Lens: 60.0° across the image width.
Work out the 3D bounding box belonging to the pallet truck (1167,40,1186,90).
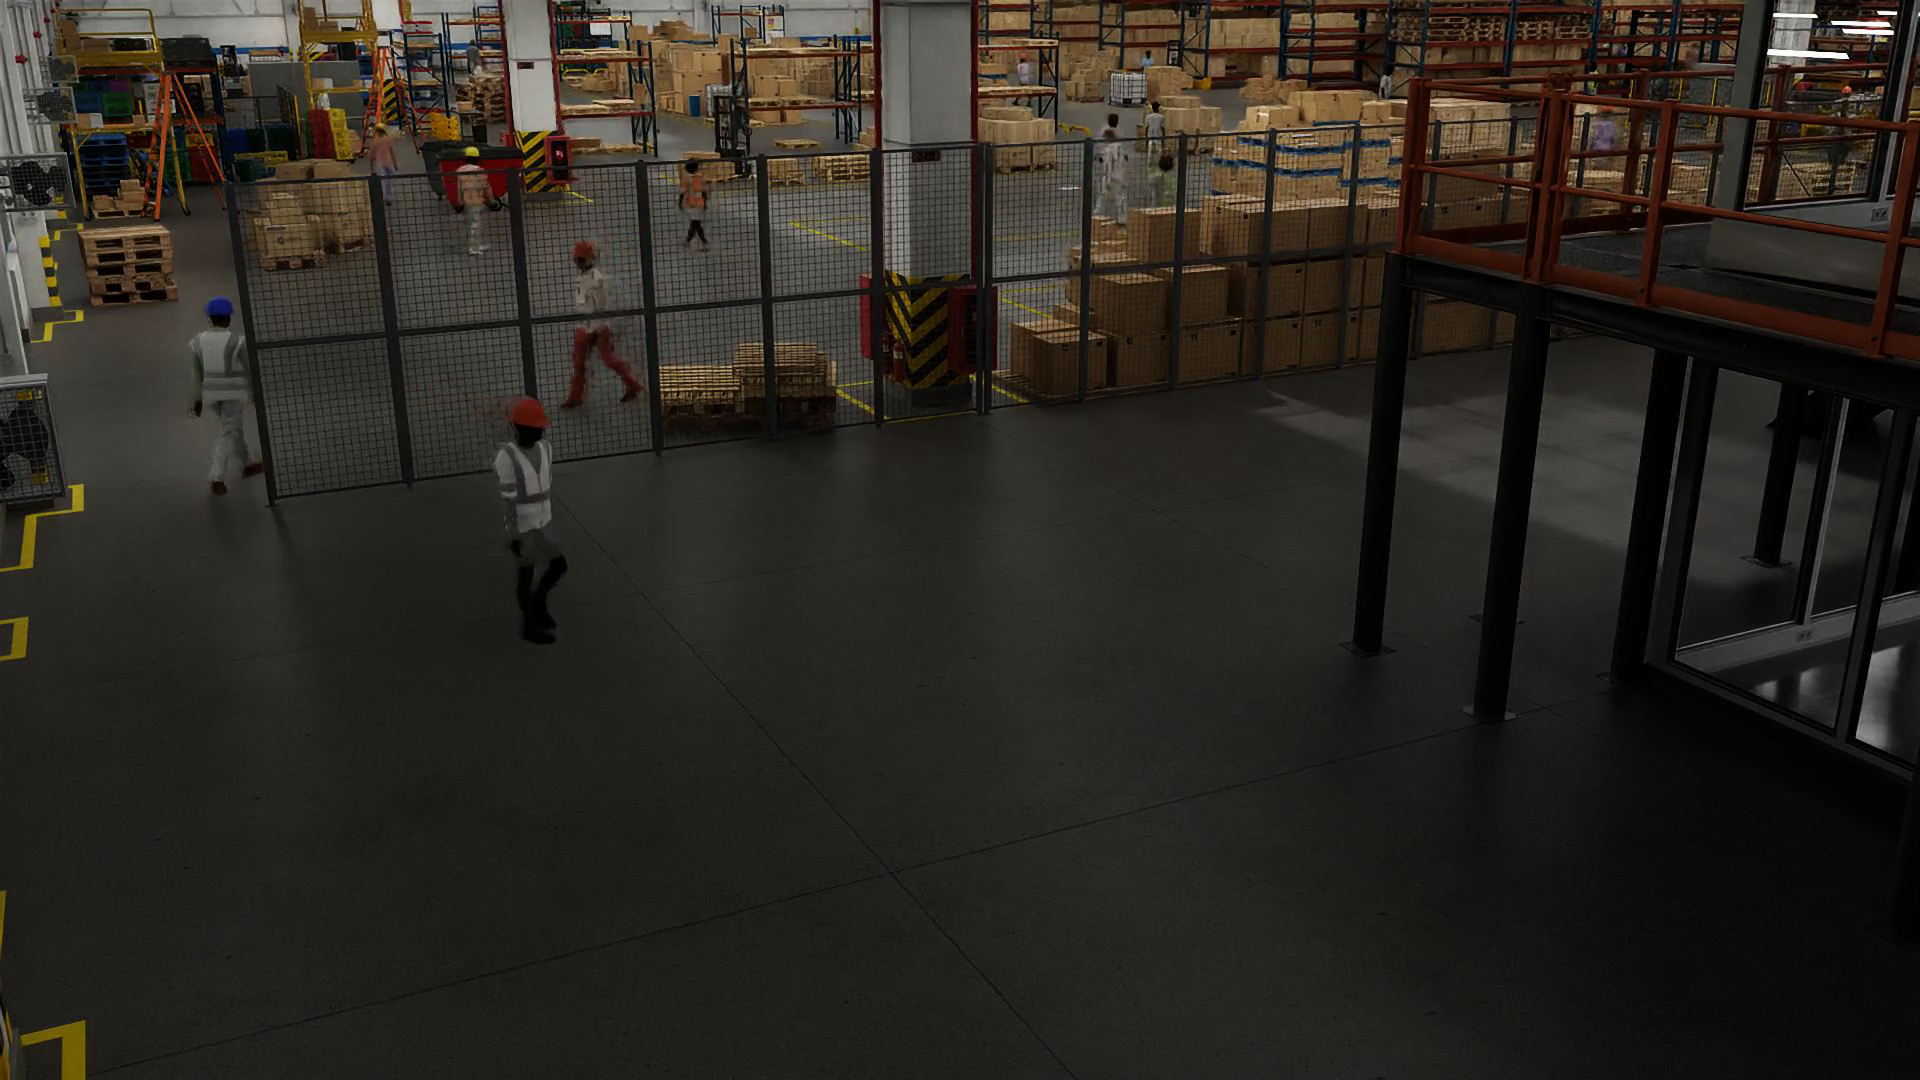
[{"bbox_3d":[9.045,-19.971,69.895,0.823,1.965,1.885,-3,19,-8],"label":"pallet truck"}]

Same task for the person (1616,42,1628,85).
[{"bbox_3d":[28.533,-20.461,71.476,0.651,1.882,1.019,3,19,9],"label":"person"}]

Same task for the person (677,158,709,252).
[{"bbox_3d":[-4.845,-6.075,30.136,0.894,1.647,0.545,15,24,38],"label":"person"}]

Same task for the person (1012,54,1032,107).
[{"bbox_3d":[2.329,-16.914,61.212,0.548,1.893,1.005,-12,22,-30],"label":"person"}]

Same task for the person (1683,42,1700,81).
[{"bbox_3d":[31.278,-20.318,71.069,0.658,1.893,0.542,-1,19,-2],"label":"person"}]

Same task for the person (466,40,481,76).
[{"bbox_3d":[-20.988,-20.608,71.830,0.627,1.941,0.373,8,20,21],"label":"person"}]

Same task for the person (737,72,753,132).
[{"bbox_3d":[-6.735,-13.666,51.884,0.608,1.826,0.522,6,20,18],"label":"person"}]

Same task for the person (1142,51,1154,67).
[{"bbox_3d":[7.694,-19.245,68.300,0.528,1.666,0.833,-10,21,-26],"label":"person"}]

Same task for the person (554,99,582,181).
[{"bbox_3d":[-9.635,-9.510,39.670,1.014,1.950,0.623,-13,23,-33],"label":"person"}]

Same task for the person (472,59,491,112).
[{"bbox_3d":[-16.728,-15.651,57.522,0.990,1.887,0.652,1,19,3],"label":"person"}]

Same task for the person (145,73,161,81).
[{"bbox_3d":[-27.760,-15.632,57.450,0.429,1.914,0.547,10,22,27],"label":"person"}]

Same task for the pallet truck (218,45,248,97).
[{"bbox_3d":[-28.879,-18.665,66.111,0.823,1.965,1.885,-3,19,-9],"label":"pallet truck"}]

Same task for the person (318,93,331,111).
[{"bbox_3d":[-17.858,-11.927,46.746,0.354,1.887,0.573,-7,20,-20],"label":"person"}]

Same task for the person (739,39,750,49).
[{"bbox_3d":[-9.500,-21.124,73.359,0.590,1.918,0.391,14,23,34],"label":"person"}]

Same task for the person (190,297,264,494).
[{"bbox_3d":[-7.218,-1.426,16.318,0.575,1.895,1.010,5,20,15],"label":"person"}]

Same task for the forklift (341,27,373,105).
[{"bbox_3d":[-22.275,-17.346,60.954,1.873,2.768,1.129,-9,21,-25],"label":"forklift"}]

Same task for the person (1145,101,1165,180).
[{"bbox_3d":[4.707,-9.632,40.111,0.514,1.876,0.328,7,20,19],"label":"person"}]

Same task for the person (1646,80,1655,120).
[{"bbox_3d":[22.539,-14.573,54.709,0.473,1.680,0.560,-12,23,-32],"label":"person"}]

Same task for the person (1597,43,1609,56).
[{"bbox_3d":[29.685,-22.307,76.949,0.593,1.801,0.925,-10,21,-26],"label":"person"}]

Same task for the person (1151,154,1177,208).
[{"bbox_3d":[3.541,-5.872,29.284,0.526,1.824,0.647,7,20,20],"label":"person"}]

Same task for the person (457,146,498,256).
[{"bbox_3d":[-8.609,-6.079,29.777,0.594,1.893,0.839,9,21,24],"label":"person"}]

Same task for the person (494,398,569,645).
[{"bbox_3d":[-3.205,-0.129,12.497,0.408,1.923,0.564,12,22,30],"label":"person"}]

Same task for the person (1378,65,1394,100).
[{"bbox_3d":[13.703,-14.305,53.547,0.456,1.942,0.623,11,22,30],"label":"person"}]

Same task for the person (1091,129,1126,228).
[{"bbox_3d":[2.887,-7.131,32.826,0.974,1.893,0.646,13,23,34],"label":"person"}]

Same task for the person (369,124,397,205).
[{"bbox_3d":[-12.494,-8.136,36.013,0.552,1.698,0.886,-9,21,-25],"label":"person"}]

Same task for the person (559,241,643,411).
[{"bbox_3d":[-4.215,-2.504,19.333,0.988,1.963,0.602,-17,25,-40],"label":"person"}]

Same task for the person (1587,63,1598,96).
[{"bbox_3d":[22.447,-16.079,59.063,0.322,1.698,0.533,-2,19,-4],"label":"person"}]

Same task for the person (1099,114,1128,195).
[{"bbox_3d":[3.502,-8.623,37.293,0.627,1.808,0.836,-17,25,-40],"label":"person"}]

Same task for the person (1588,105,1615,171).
[{"bbox_3d":[14.474,-8.794,37.468,0.617,2.018,0.820,-9,21,-25],"label":"person"}]

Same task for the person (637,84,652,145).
[{"bbox_3d":[-9.175,-12.345,48.187,0.616,1.726,0.496,16,25,38],"label":"person"}]

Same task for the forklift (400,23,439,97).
[{"bbox_3d":[-21.434,-18.926,65.533,1.129,2.768,1.873,-9,21,-25],"label":"forklift"}]

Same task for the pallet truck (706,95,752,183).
[{"bbox_3d":[-5.836,-9.608,39.856,0.823,1.965,1.885,10,22,27],"label":"pallet truck"}]
